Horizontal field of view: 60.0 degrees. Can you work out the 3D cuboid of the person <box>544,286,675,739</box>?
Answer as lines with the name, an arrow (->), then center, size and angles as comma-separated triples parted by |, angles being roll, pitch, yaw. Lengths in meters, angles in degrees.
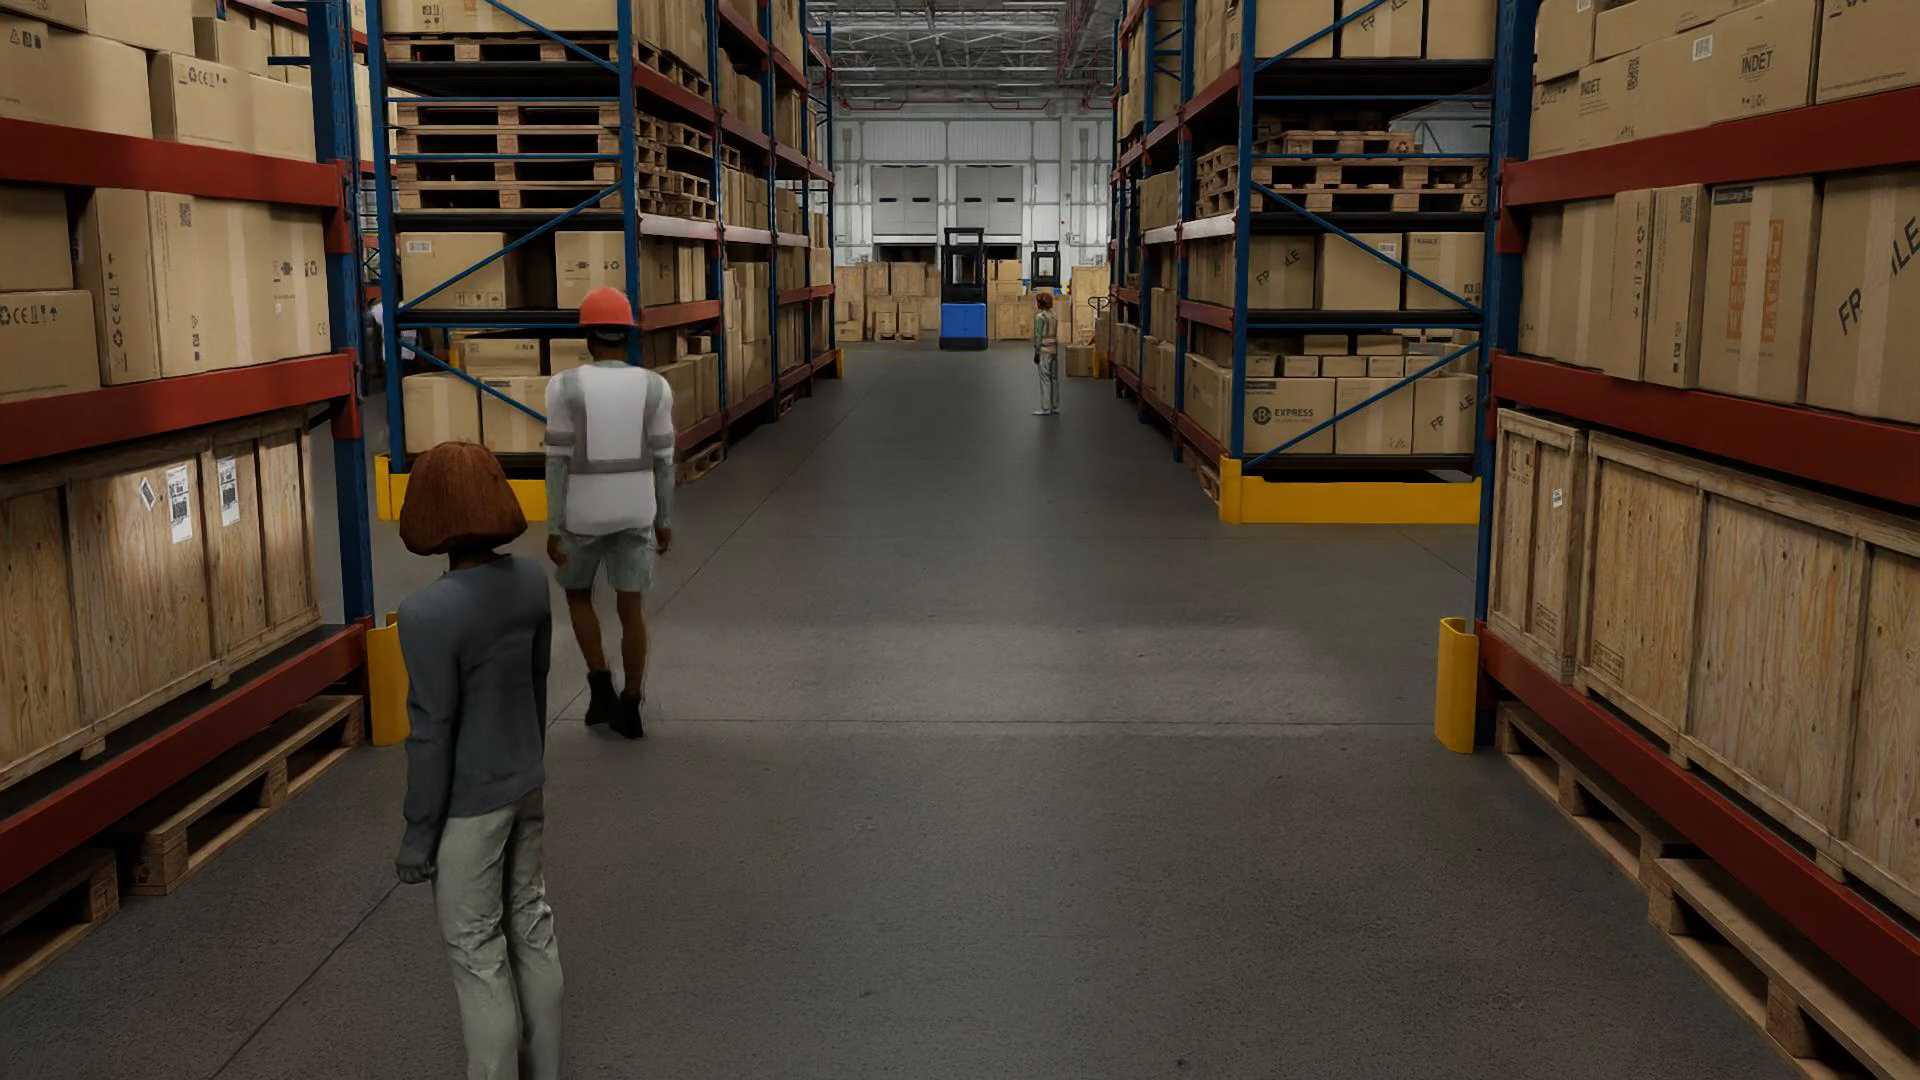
person -> -1.489, -0.110, 7.079 | 0.571, 1.919, 0.446 | -4, 10, -25

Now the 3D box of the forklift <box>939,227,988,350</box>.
forklift -> 0.091, -5.837, 38.528 | 1.129, 2.768, 1.873 | 0, 9, 1

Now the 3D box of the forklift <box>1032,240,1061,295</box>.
forklift -> 3.172, -9.648, 61.356 | 1.129, 2.768, 1.873 | 0, 9, 1

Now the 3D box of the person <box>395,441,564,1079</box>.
person -> -1.086, 0.593, 3.741 | 0.281, 1.633, 0.500 | 3, 10, 16

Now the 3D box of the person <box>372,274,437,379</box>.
person -> -6.123, -1.980, 18.377 | 0.612, 1.898, 0.634 | 0, 9, 0

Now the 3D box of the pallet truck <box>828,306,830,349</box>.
pallet truck -> -3.100, -3.940, 29.800 | 1.885, 1.965, 0.823 | 3, 10, 19

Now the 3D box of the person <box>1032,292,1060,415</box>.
person -> 1.145, -2.472, 22.119 | 0.318, 1.630, 0.513 | 6, 11, 30
